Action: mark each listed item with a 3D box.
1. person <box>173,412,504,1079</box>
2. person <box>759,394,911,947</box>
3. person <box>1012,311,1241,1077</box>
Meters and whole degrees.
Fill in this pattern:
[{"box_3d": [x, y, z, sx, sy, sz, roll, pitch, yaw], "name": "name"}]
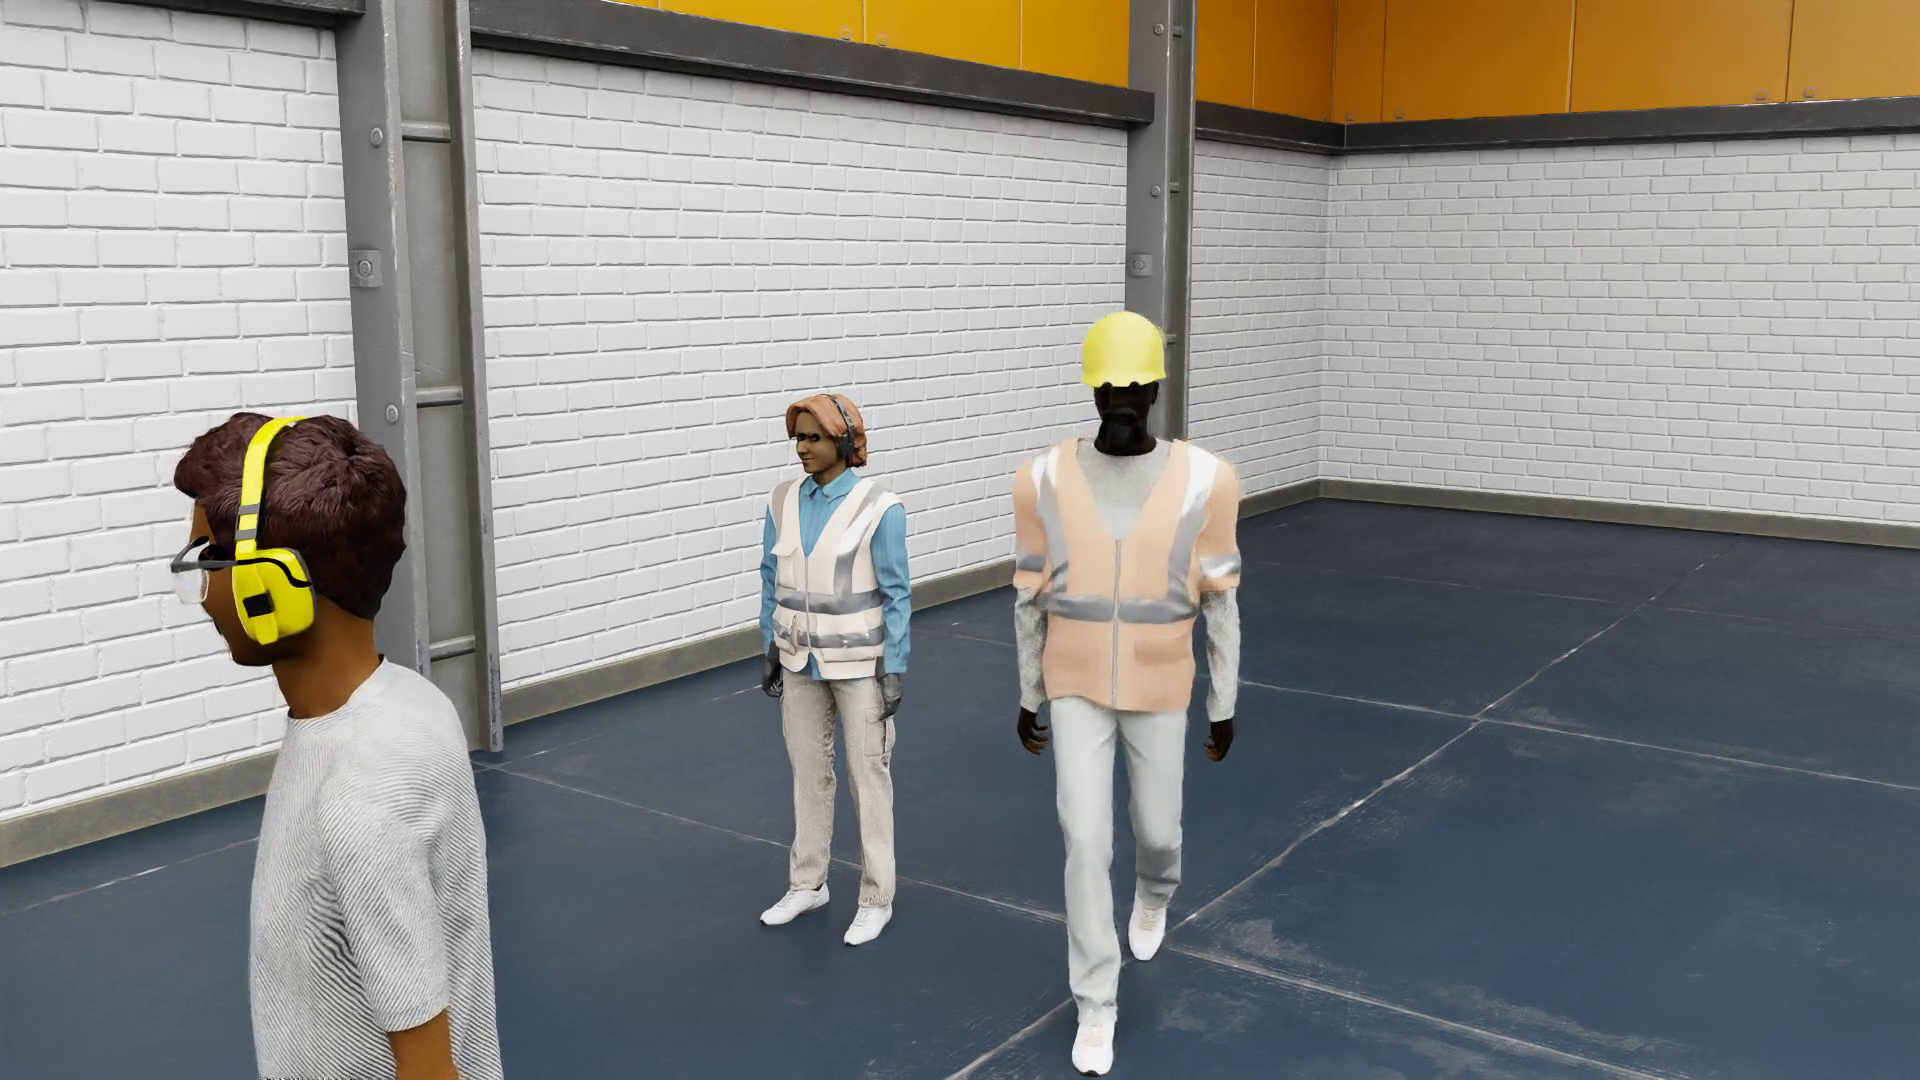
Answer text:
[{"box_3d": [-0.671, 0.784, 1.900, 0.319, 1.863, 0.521, -3, 10, -19], "name": "person"}, {"box_3d": [-0.378, 0.382, 4.958, 0.523, 1.639, 0.309, 6, 11, 32], "name": "person"}, {"box_3d": [0.437, 0.348, 4.393, 0.591, 1.904, 0.817, 2, 10, 9], "name": "person"}]
